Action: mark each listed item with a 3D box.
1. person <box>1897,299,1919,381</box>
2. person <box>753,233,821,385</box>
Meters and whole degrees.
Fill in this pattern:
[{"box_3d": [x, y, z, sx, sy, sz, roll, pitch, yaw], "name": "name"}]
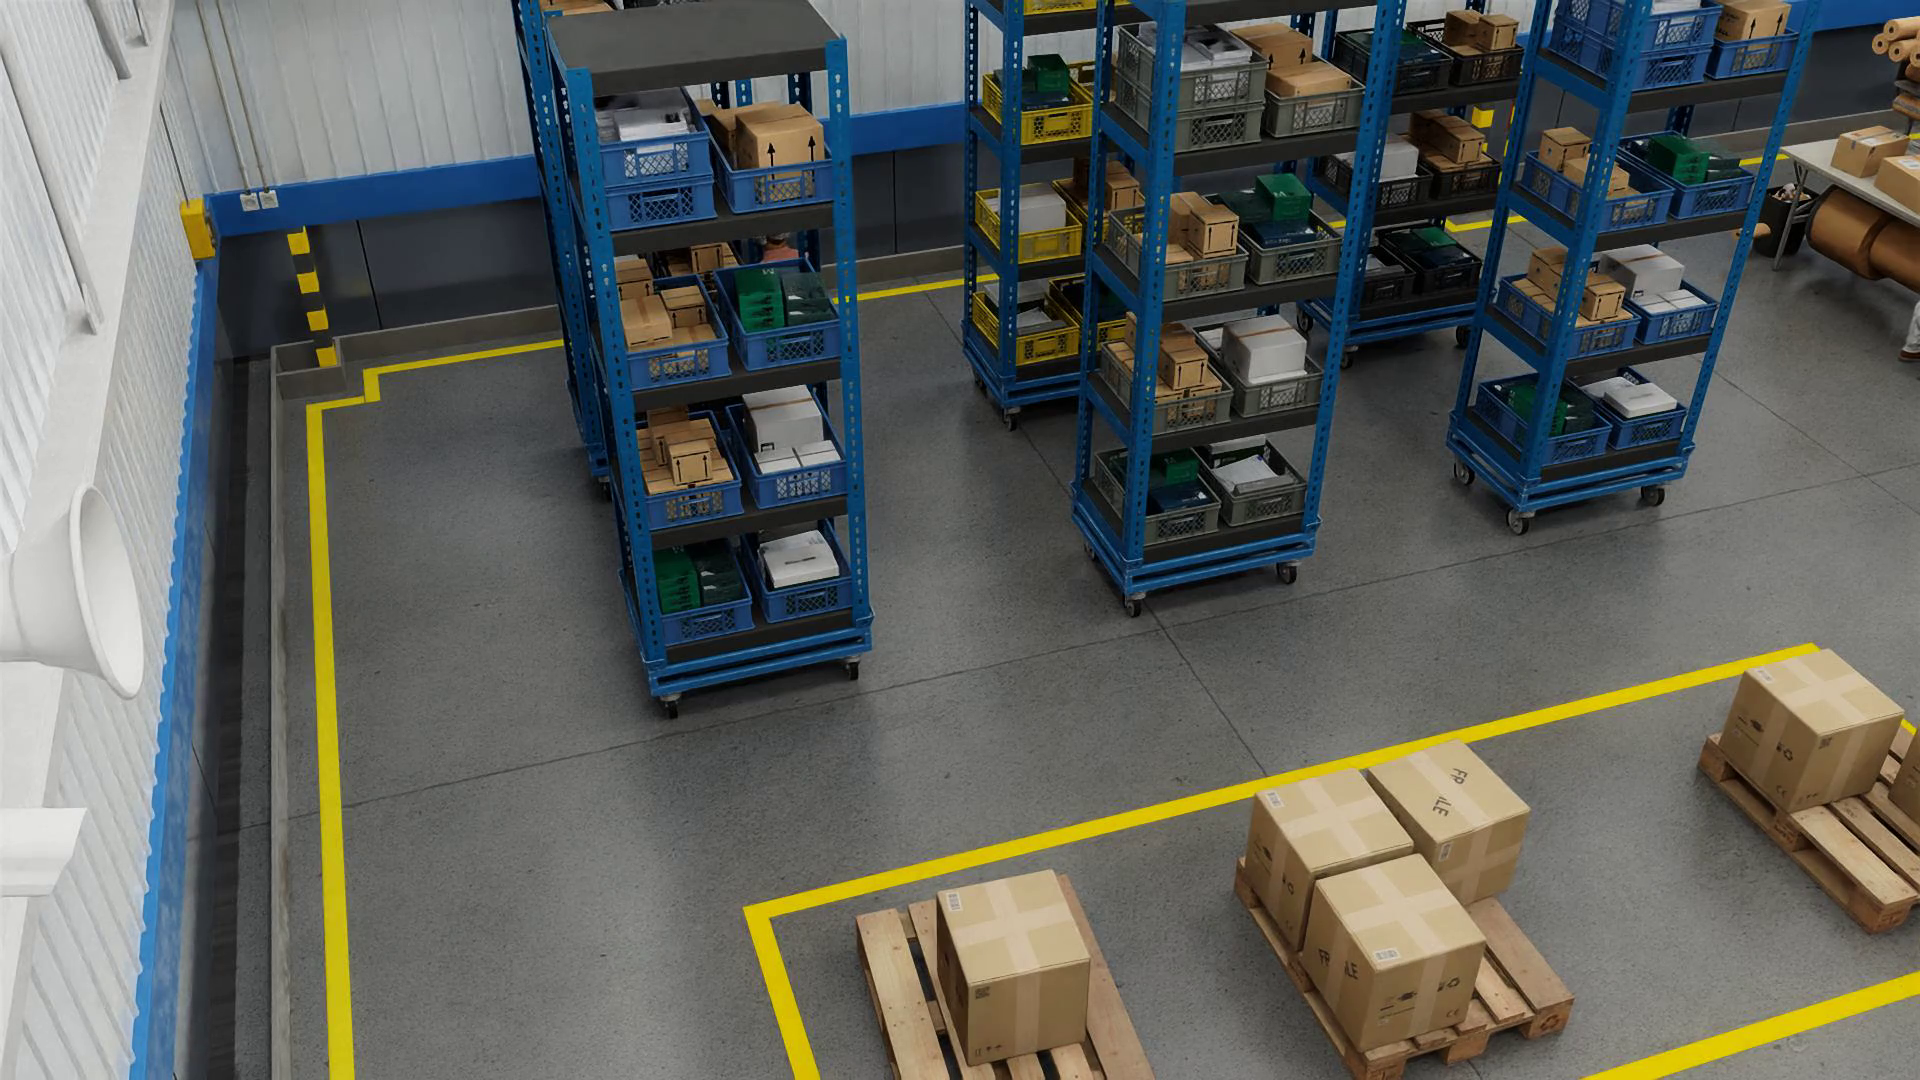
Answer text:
[{"box_3d": [6.980, -2.010, 11.458, 0.383, 1.930, 0.628, -1, 35, -1], "name": "person"}, {"box_3d": [-1.100, -1.158, 10.207, 0.626, 1.980, 0.412, -30, 45, -35], "name": "person"}]
